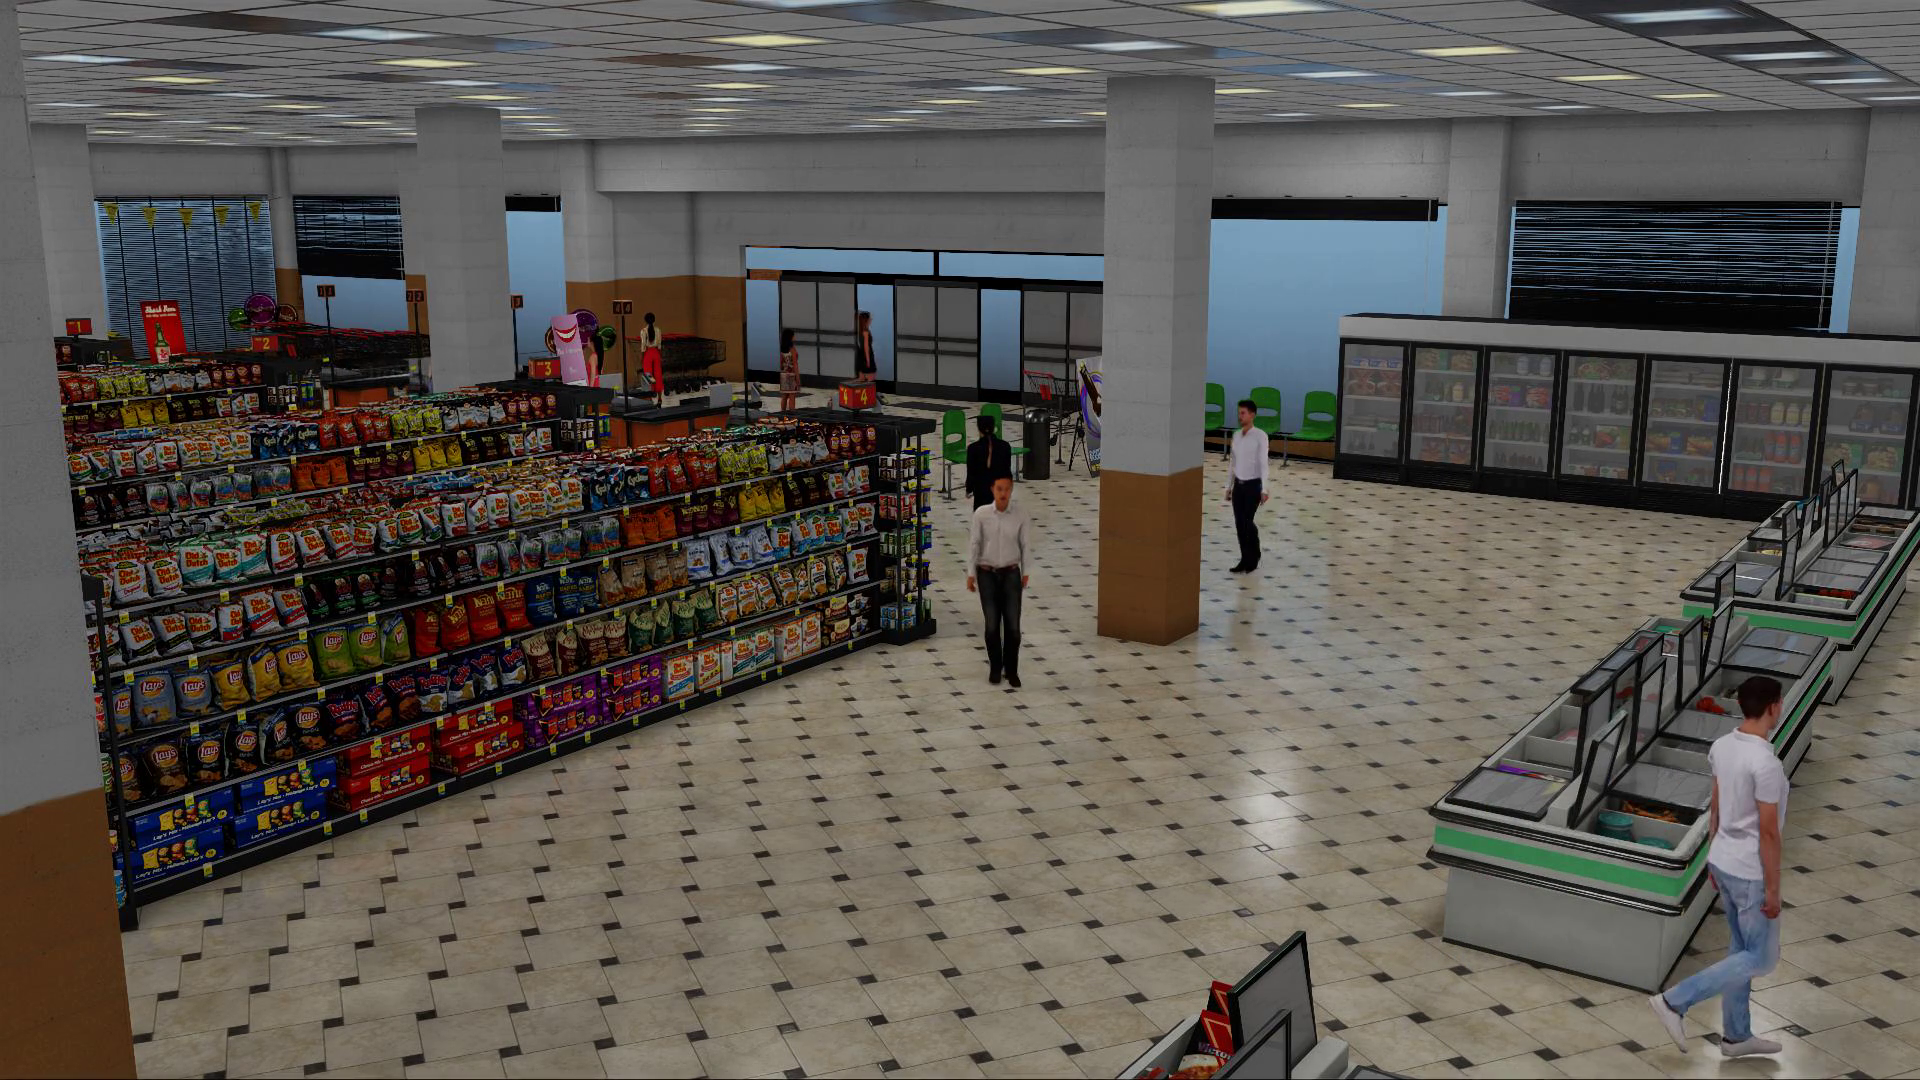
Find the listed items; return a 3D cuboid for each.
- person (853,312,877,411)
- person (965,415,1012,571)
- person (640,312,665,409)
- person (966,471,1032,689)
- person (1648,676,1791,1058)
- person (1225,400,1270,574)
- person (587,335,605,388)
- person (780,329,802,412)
[{"bbox_3d":[-1.827,-3.262,30.623,1.037,1.814,0.906,-4,13,-18],"label":"person"},{"bbox_3d":[0.302,-0.506,17.883,0.757,1.671,0.863,-5,13,-24],"label":"person"},{"bbox_3d":[-5.785,-3.365,31.165,0.554,1.793,0.708,-10,15,-38],"label":"person"},{"bbox_3d":[0.315,0.298,13.770,0.862,1.792,0.920,1,12,3],"label":"person"},{"bbox_3d":[3.547,1.553,7.731,1.031,1.825,1.005,1,12,3],"label":"person"},{"bbox_3d":[3.141,-0.573,17.757,0.736,1.853,0.720,-10,15,-38],"label":"person"},{"bbox_3d":[-5.940,-2.496,27.199,0.765,1.726,0.654,2,12,8],"label":"person"},{"bbox_3d":[-3.007,-2.885,29.246,0.600,1.645,0.693,-11,16,-42],"label":"person"}]
